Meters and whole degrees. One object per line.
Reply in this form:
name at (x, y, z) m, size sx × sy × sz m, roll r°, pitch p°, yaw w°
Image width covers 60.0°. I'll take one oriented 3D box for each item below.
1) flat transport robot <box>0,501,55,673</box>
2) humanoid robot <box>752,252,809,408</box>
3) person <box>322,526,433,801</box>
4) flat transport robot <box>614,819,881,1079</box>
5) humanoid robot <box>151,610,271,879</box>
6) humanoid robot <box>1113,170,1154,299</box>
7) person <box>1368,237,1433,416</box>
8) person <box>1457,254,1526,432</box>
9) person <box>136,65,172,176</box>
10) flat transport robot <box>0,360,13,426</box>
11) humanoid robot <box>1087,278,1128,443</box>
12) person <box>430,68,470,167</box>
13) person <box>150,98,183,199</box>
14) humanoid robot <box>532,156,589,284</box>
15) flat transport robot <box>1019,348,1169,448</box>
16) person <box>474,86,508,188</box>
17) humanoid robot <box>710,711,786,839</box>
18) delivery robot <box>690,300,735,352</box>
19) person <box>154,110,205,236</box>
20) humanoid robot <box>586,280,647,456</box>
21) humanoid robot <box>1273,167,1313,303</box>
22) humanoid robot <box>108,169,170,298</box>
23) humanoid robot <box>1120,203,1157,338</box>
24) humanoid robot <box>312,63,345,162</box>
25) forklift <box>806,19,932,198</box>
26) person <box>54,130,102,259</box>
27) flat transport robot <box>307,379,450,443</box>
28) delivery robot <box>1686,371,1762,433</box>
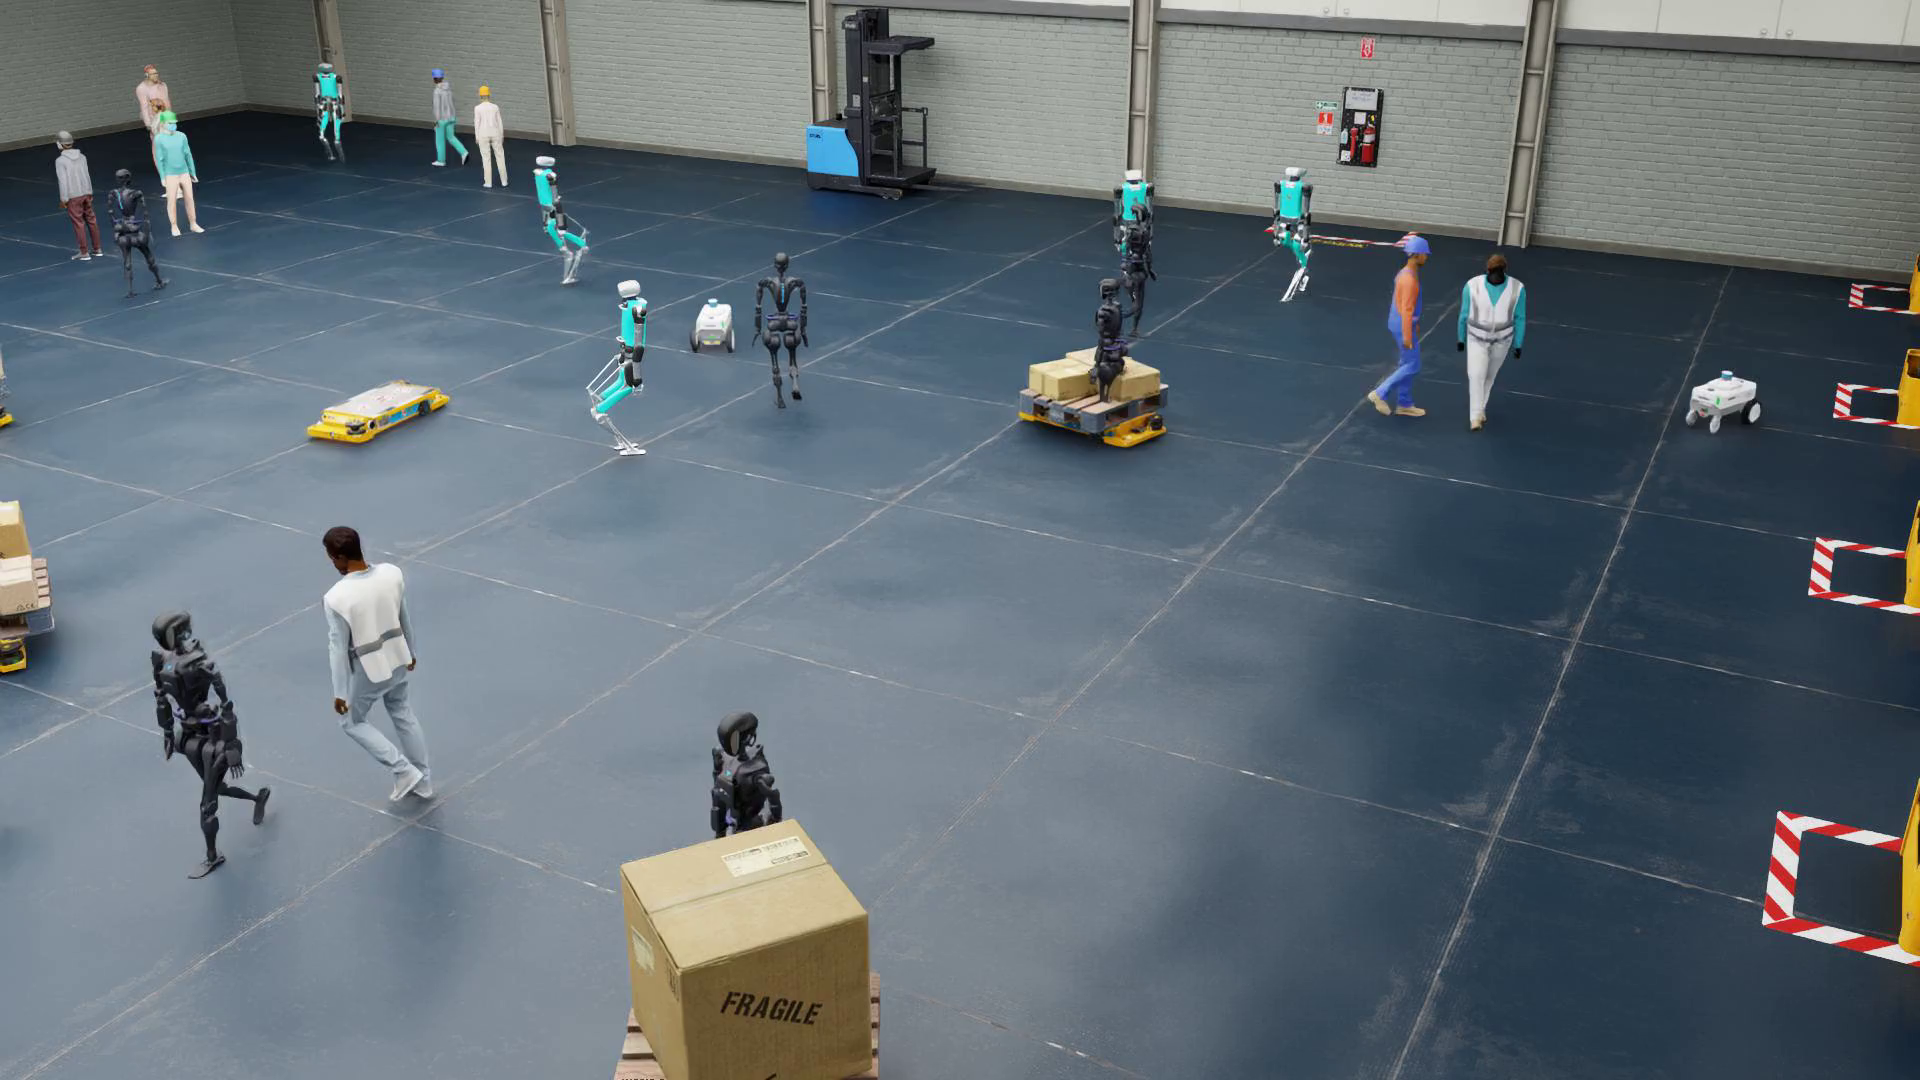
flat transport robot at (-7.489, 0.696, 12.543) m, size 0.659 × 0.231 × 1.431 m, roll -12°, pitch 26°, yaw -26°
humanoid robot at (-1.891, -2.206, 17.521) m, size 0.600 × 1.648 × 0.372 m, roll -6°, pitch 24°, yaw -14°
person at (-3.609, 0.798, 10.254) m, size 0.468 × 1.887 × 0.706 m, roll 10°, pitch 25°, yaw 23°
flat transport robot at (-0.987, 2.647, 8.000) m, size 0.659 × 0.231 × 1.431 m, roll -1°, pitch 23°, yaw -1°
humanoid robot at (-4.418, 1.117, 9.825) m, size 0.609 × 1.629 × 0.728 m, roll 9°, pitch 25°, yaw 21°
humanoid robot at (2.196, -3.981, 21.611) m, size 0.557 × 1.744 × 1.047 m, roll -3°, pitch 23°, yaw -7°
person at (4.622, -2.185, 17.193) m, size 0.530 × 1.890 × 0.537 m, roll 4°, pitch 24°, yaw 10°
person at (5.384, -1.998, 16.883) m, size 0.641 × 1.793 × 0.908 m, roll 4°, pitch 24°, yaw 8°
person at (-14.060, -7.366, 29.238) m, size 0.413 × 1.906 × 0.650 m, roll 8°, pitch 25°, yaw 18°
flat transport robot at (-10.588, -1.255, 17.084) m, size 1.431 × 0.231 × 0.659 m, roll 7°, pitch 24°, yaw 15°
humanoid robot at (1.482, -1.788, 16.539) m, size 0.358 × 1.653 × 0.609 m, roll 11°, pitch 25°, yaw 23°
person at (-9.289, -7.613, 29.988) m, size 0.619 × 1.747 × 0.560 m, roll 8°, pitch 25°, yaw 18°
person at (-13.119, -6.466, 27.475) m, size 0.308 × 1.641 × 0.514 m, roll -20°, pitch 31°, yaw -39°
humanoid robot at (-5.250, -4.183, 22.172) m, size 0.716 × 1.897 × 0.540 m, roll -18°, pitch 29°, yaw -36°
flat transport robot at (1.359, -1.261, 17.099) m, size 1.431 × 0.231 × 0.659 m, roll 20°, pitch 30°, yaw 39°
person at (-8.009, -6.859, 28.320) m, size 0.476 × 1.695 × 0.326 m, roll -11°, pitch 26°, yaw -24°
humanoid robot at (-1.066, 1.603, 8.638) m, size 0.590 × 1.639 × 0.354 m, roll 20°, pitch 31°, yaw 39°
delivery robot at (-2.915, -2.534, 19.718) m, size 0.499 × 0.608 × 0.797 m, roll 0°, pitch 23°, yaw -1°
person at (-11.749, -5.507, 24.976) m, size 0.530 × 1.861 × 0.400 m, roll -20°, pitch 30°, yaw -39°
humanoid robot at (-3.319, -1.623, 15.912) m, size 0.735 × 1.677 × 0.533 m, roll -10°, pitch 25°, yaw -21°
humanoid robot at (4.466, -4.013, 21.671) m, size 0.540 × 1.789 × 0.913 m, roll 19°, pitch 30°, yaw 37°
humanoid robot at (-10.870, -4.059, 21.864) m, size 0.587 × 1.629 × 0.713 m, roll 3°, pitch 23°, yaw 6°
humanoid robot at (2.082, -3.225, 19.895) m, size 0.434 × 1.647 × 0.589 m, roll 15°, pitch 27°, yaw 31°
humanoid robot at (-11.517, -7.707, 30.308) m, size 0.544 × 1.842 × 0.747 m, roll 0°, pitch 23°, yaw 0°
forklift at (-1.573, -7.292, 27.850) m, size 1.873 × 2.768 × 1.129 m, roll 12°, pitch 26°, yaw 25°
person at (-12.540, -4.901, 23.611) m, size 0.367 × 1.816 × 0.539 m, roll 8°, pitch 24°, yaw 18°
flat transport robot at (-6.033, -1.343, 17.290) m, size 0.659 × 0.231 × 1.431 m, roll 9°, pitch 25°, yaw 20°
delivery robot at (7.874, -1.461, 17.162) m, size 0.738 × 0.563 × 0.499 m, roll -15°, pitch 28°, yaw -31°
